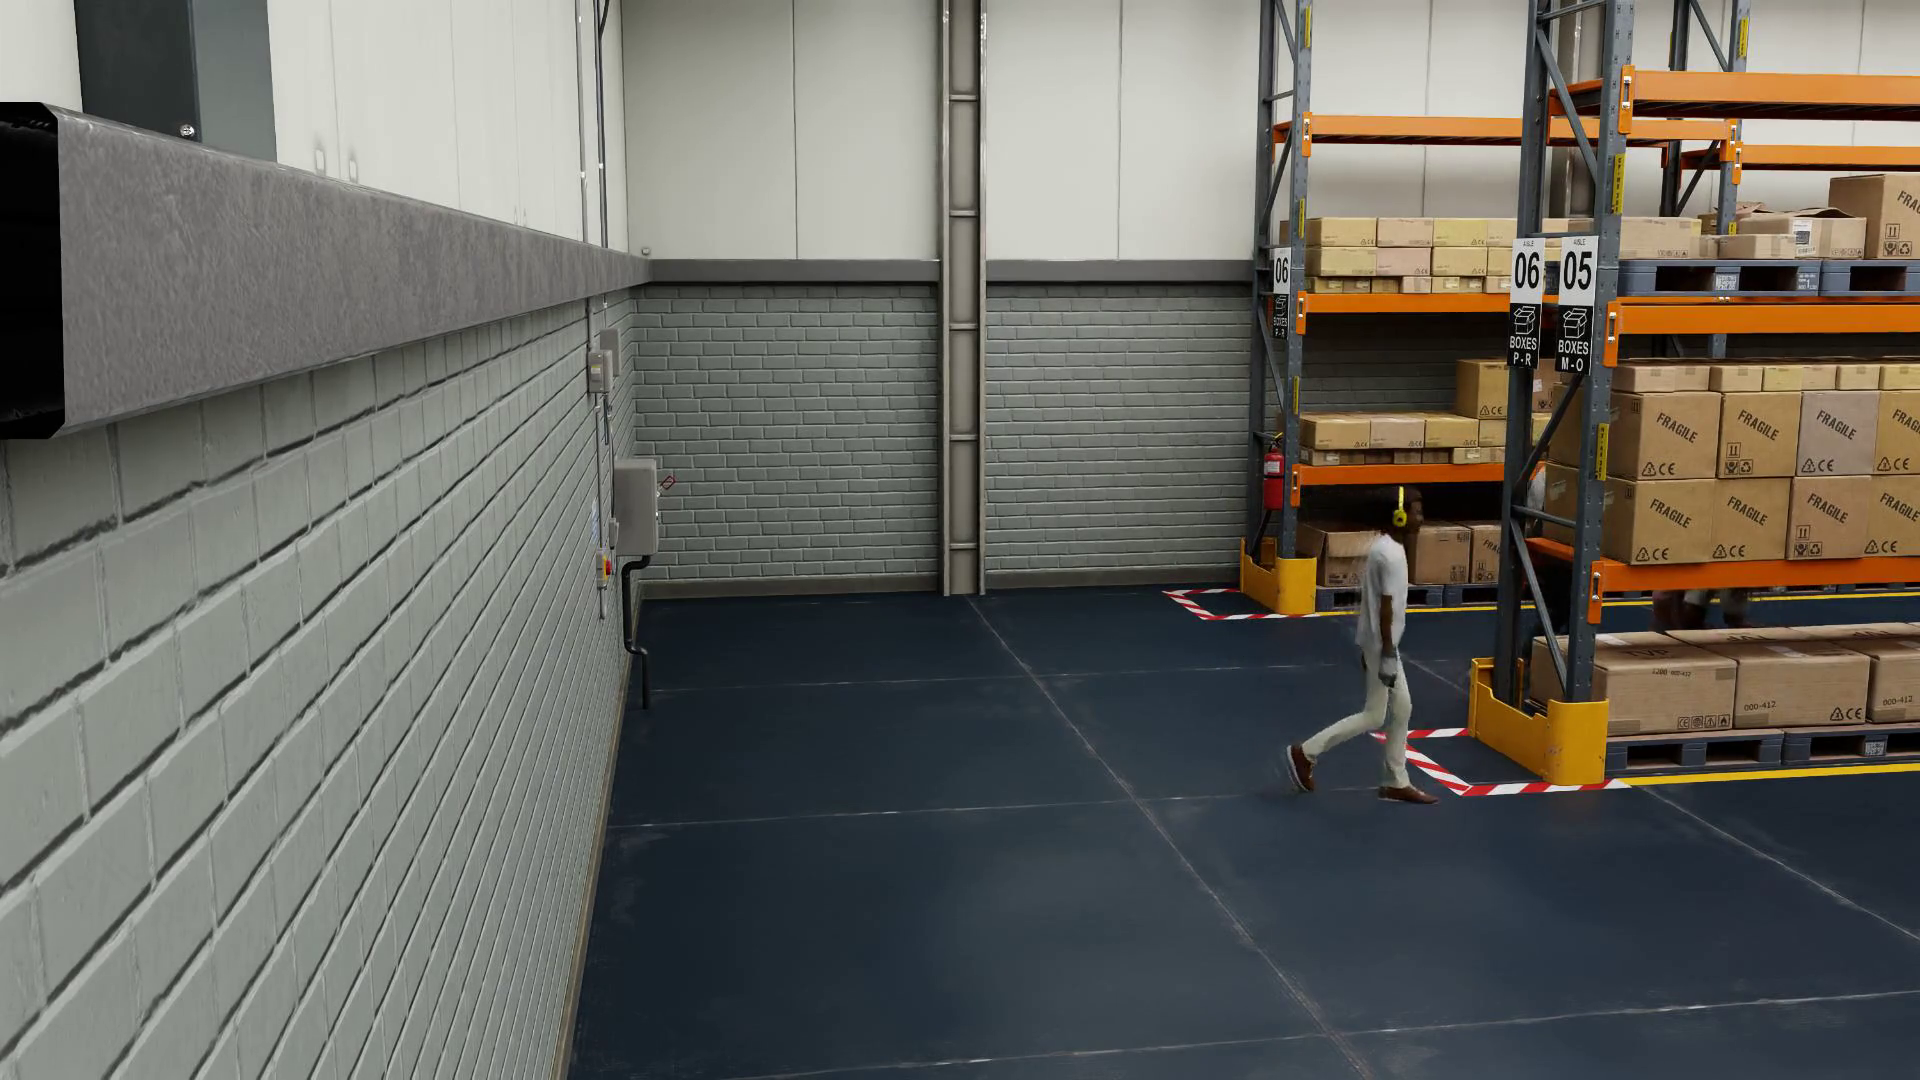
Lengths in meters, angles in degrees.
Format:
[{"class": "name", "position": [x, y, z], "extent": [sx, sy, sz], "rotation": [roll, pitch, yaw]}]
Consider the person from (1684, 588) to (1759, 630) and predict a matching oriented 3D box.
[{"class": "person", "position": [5.439, 0.143, 11.723], "extent": [0.872, 2.008, 0.621], "rotation": [-3, 10, -15]}]

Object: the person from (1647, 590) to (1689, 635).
[{"class": "person", "position": [5.292, 0.074, 12.528], "extent": [0.793, 1.871, 0.707], "rotation": [-2, 9, -10]}]

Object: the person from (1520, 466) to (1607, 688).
[{"class": "person", "position": [4.281, 0.140, 11.636], "extent": [0.586, 2.000, 0.716], "rotation": [-5, 10, -27]}]

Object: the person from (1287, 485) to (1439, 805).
[{"class": "person", "position": [2.315, 0.596, 9.421], "extent": [0.778, 1.847, 0.528], "rotation": [3, 10, 18]}]
